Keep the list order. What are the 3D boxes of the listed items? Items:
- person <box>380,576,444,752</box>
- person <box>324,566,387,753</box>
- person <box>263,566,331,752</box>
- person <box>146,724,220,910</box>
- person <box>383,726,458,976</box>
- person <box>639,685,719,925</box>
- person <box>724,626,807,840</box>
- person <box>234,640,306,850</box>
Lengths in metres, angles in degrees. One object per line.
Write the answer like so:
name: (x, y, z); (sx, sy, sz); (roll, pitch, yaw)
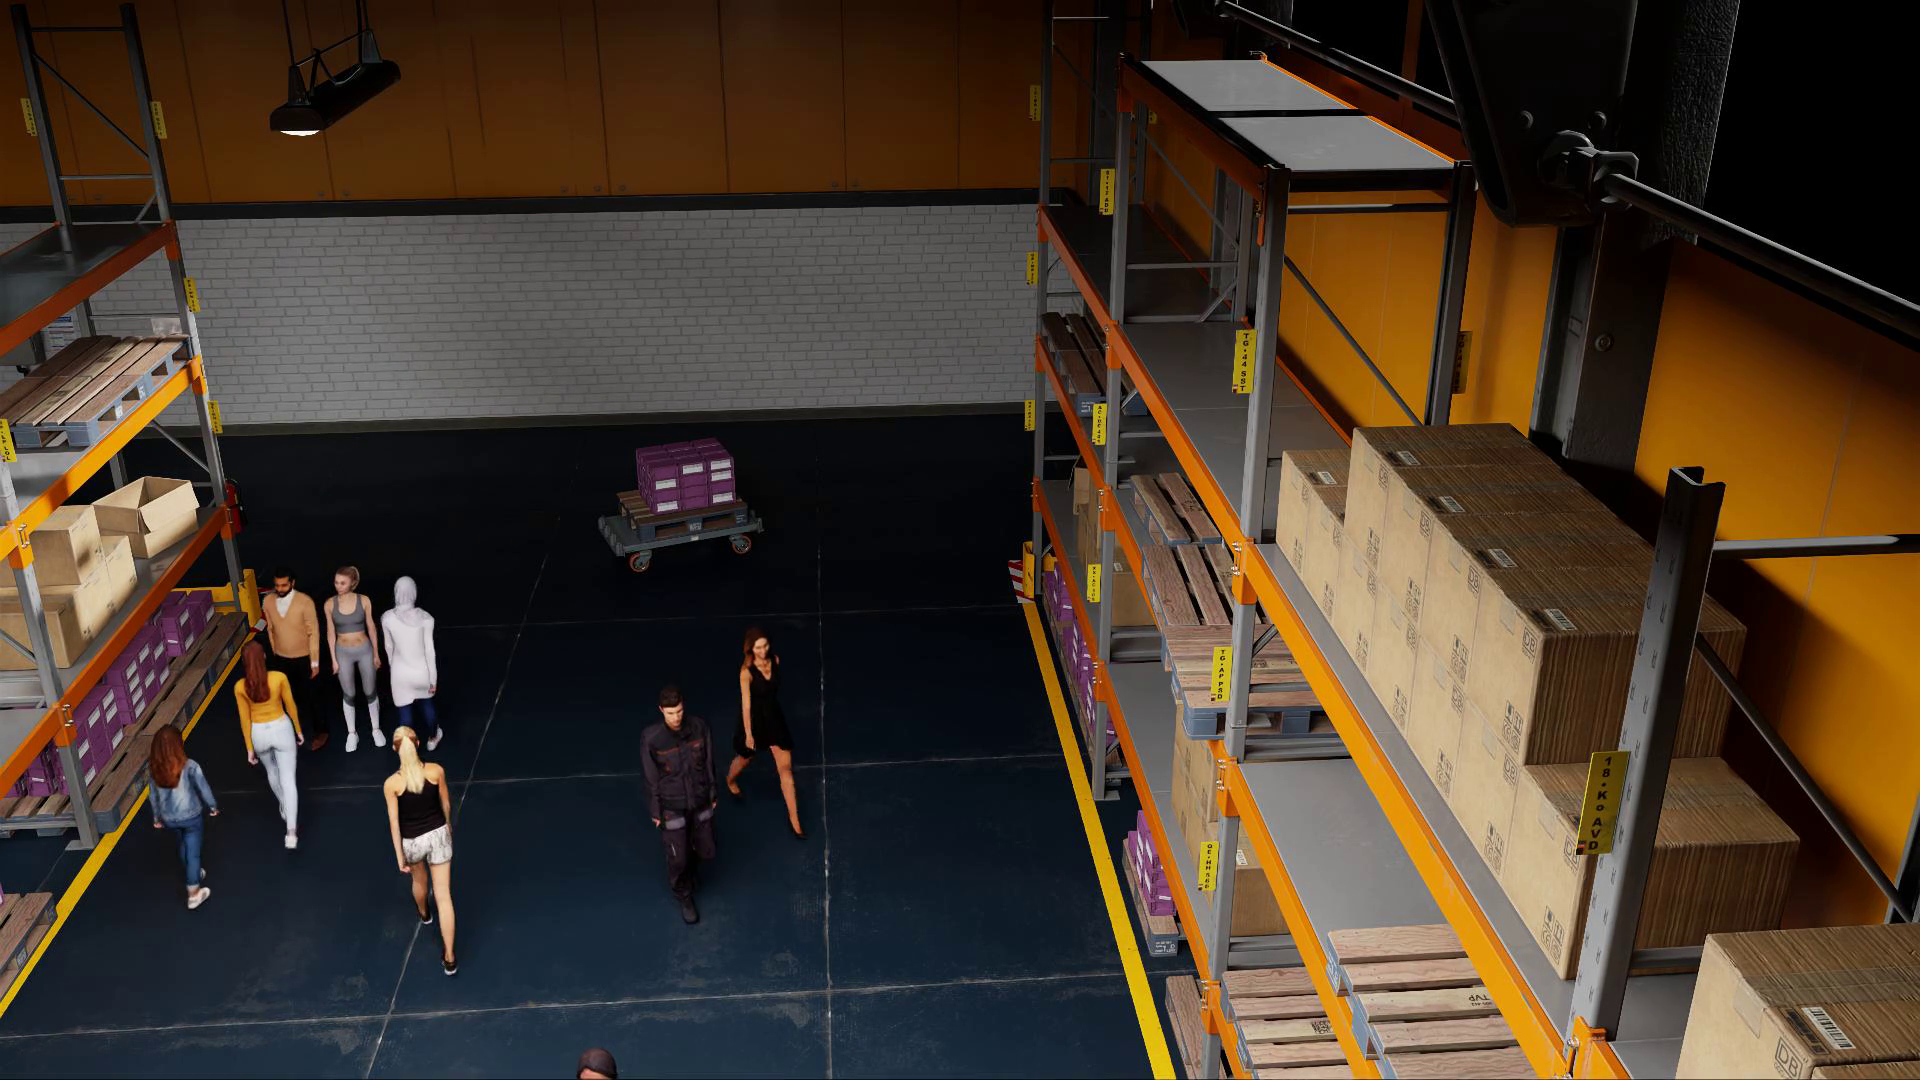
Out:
person: (-4.581, 1.202, 13.849); (0.630, 1.731, 1.151); (-2, 24, -4)
person: (-5.218, 0.998, 14.348); (0.603, 1.705, 0.585); (-8, 25, -18)
person: (-5.666, 0.986, 14.338); (0.712, 1.736, 0.728); (2, 24, 5)
person: (-5.746, 2.063, 12.213); (0.620, 1.463, 0.692); (1, 24, 1)
person: (-3.700, 2.161, 11.582); (0.884, 1.789, 1.262); (-11, 26, -23)
person: (-2.058, 1.848, 12.126); (0.875, 1.928, 0.931); (-13, 27, -28)
person: (-1.642, 1.483, 13.138); (1.192, 1.787, 1.108); (18, 30, 36)
person: (-5.330, 1.606, 12.947); (0.814, 1.715, 1.239); (-9, 25, -19)
